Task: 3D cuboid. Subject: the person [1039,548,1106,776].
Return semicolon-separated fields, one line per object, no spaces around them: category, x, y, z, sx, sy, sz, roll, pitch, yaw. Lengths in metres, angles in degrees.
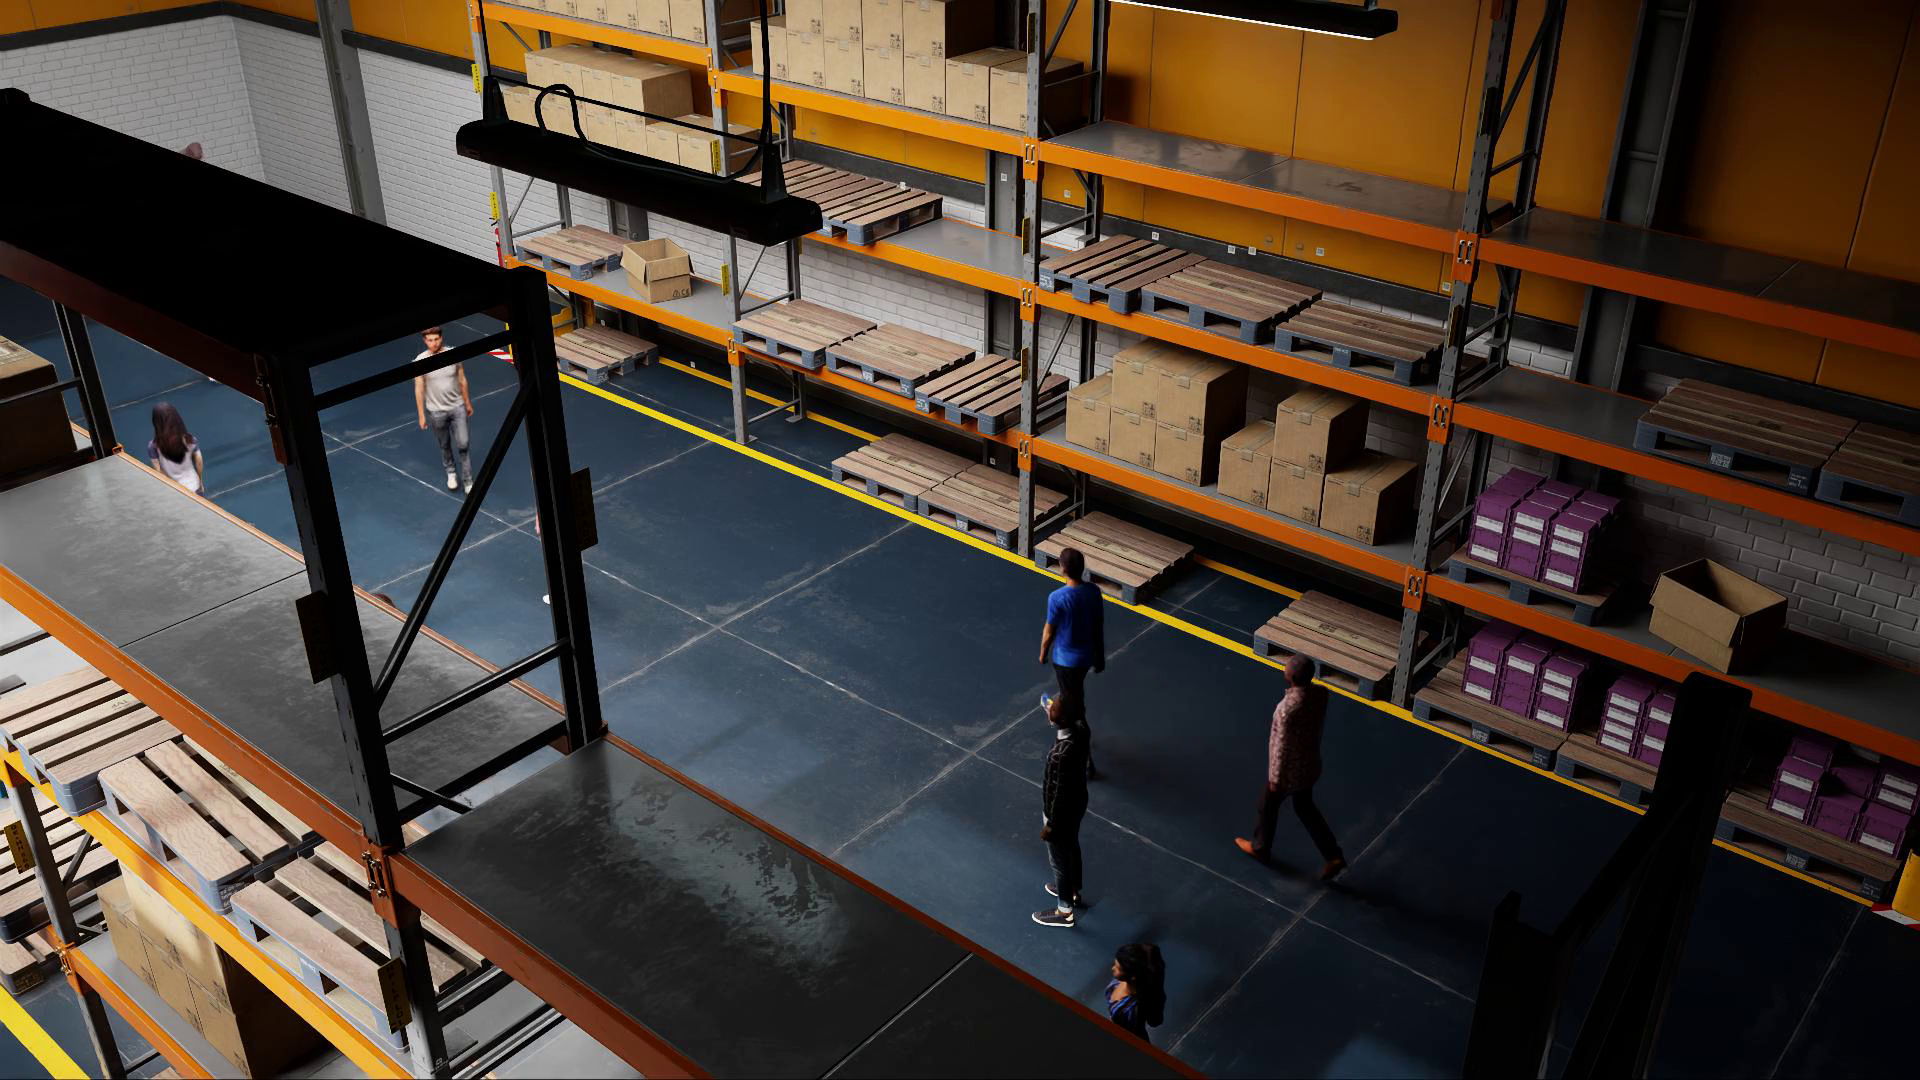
person;0.935;0.984;12.828;0.865;1.825;1.217;-15;32;-26

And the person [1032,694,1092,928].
person;0.724;1.819;11.301;0.676;1.821;0.725;11;30;19

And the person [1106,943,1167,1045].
person;0.967;2.922;9.497;0.746;1.614;0.687;-2;29;-4

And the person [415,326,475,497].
person;-5.304;-1.383;17.122;0.979;1.868;1.125;-11;31;-20

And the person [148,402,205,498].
person;-7.272;-0.437;15.583;0.684;1.681;0.675;-22;36;-35

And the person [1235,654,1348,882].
person;2.410;1.628;11.681;0.816;1.793;1.135;-22;36;-35
